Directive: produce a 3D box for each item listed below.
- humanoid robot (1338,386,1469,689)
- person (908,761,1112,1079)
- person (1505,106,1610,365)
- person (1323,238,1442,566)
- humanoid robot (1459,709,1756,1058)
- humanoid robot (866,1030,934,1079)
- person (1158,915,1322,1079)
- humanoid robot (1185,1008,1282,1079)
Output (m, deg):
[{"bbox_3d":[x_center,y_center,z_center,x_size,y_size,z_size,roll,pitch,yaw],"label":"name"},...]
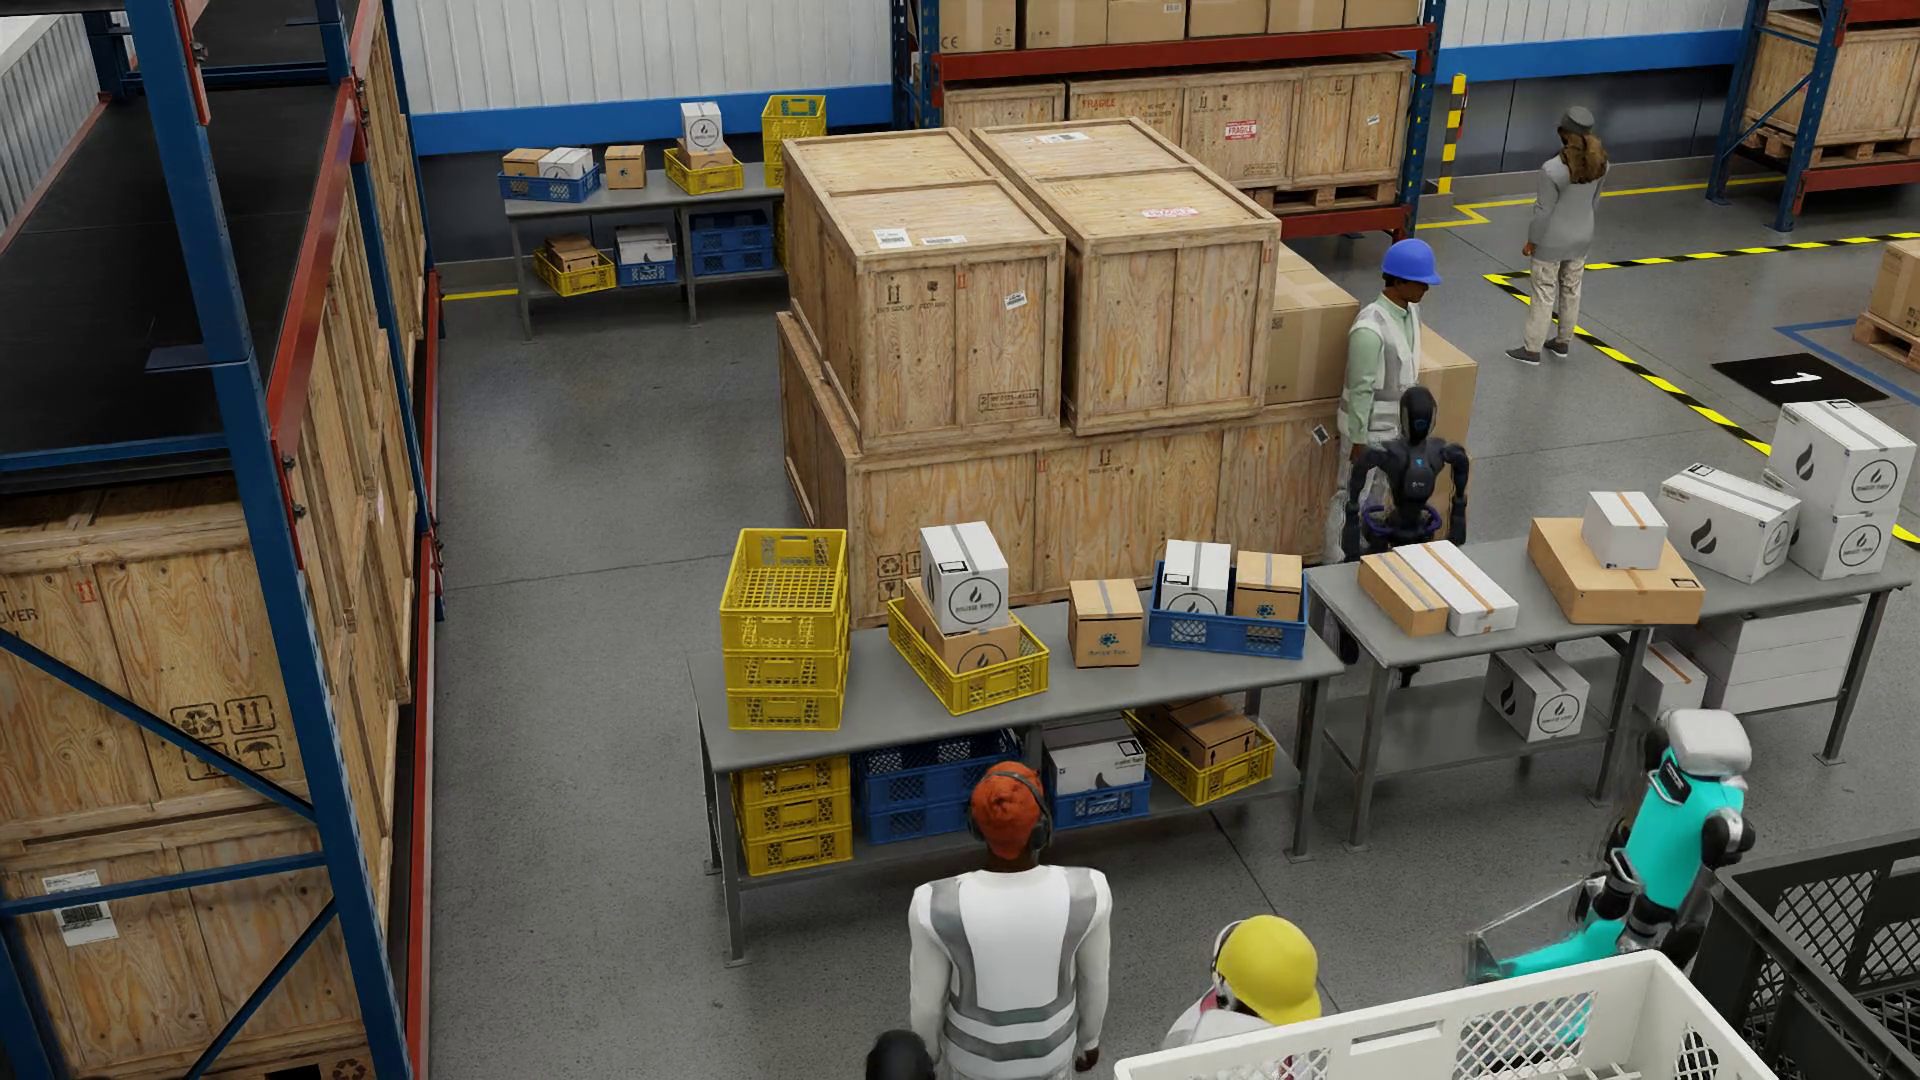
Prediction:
[{"bbox_3d":[2.025,0.015,7.657,0.608,1.637,0.677,-1,29,-3],"label":"humanoid robot"},{"bbox_3d":[0.139,1.451,4.811,0.574,1.882,0.361,-4,29,-7],"label":"person"},{"bbox_3d":[4.081,-2.052,11.283,0.563,1.769,0.396,-14,32,-23],"label":"person"},{"bbox_3d":[2.138,-0.604,8.486,0.413,1.939,0.608,21,35,33],"label":"person"},{"bbox_3d":[1.987,1.295,5.239,0.947,1.746,0.546,-1,29,-2],"label":"humanoid robot"},{"bbox_3d":[-0.142,1.898,4.198,0.599,1.656,0.315,10,30,17],"label":"humanoid robot"},{"bbox_3d":[0.719,1.706,4.410,0.404,1.822,0.590,22,36,34],"label":"person"},{"bbox_3d":[0.401,1.846,4.184,0.702,1.736,0.536,6,29,10],"label":"humanoid robot"}]
